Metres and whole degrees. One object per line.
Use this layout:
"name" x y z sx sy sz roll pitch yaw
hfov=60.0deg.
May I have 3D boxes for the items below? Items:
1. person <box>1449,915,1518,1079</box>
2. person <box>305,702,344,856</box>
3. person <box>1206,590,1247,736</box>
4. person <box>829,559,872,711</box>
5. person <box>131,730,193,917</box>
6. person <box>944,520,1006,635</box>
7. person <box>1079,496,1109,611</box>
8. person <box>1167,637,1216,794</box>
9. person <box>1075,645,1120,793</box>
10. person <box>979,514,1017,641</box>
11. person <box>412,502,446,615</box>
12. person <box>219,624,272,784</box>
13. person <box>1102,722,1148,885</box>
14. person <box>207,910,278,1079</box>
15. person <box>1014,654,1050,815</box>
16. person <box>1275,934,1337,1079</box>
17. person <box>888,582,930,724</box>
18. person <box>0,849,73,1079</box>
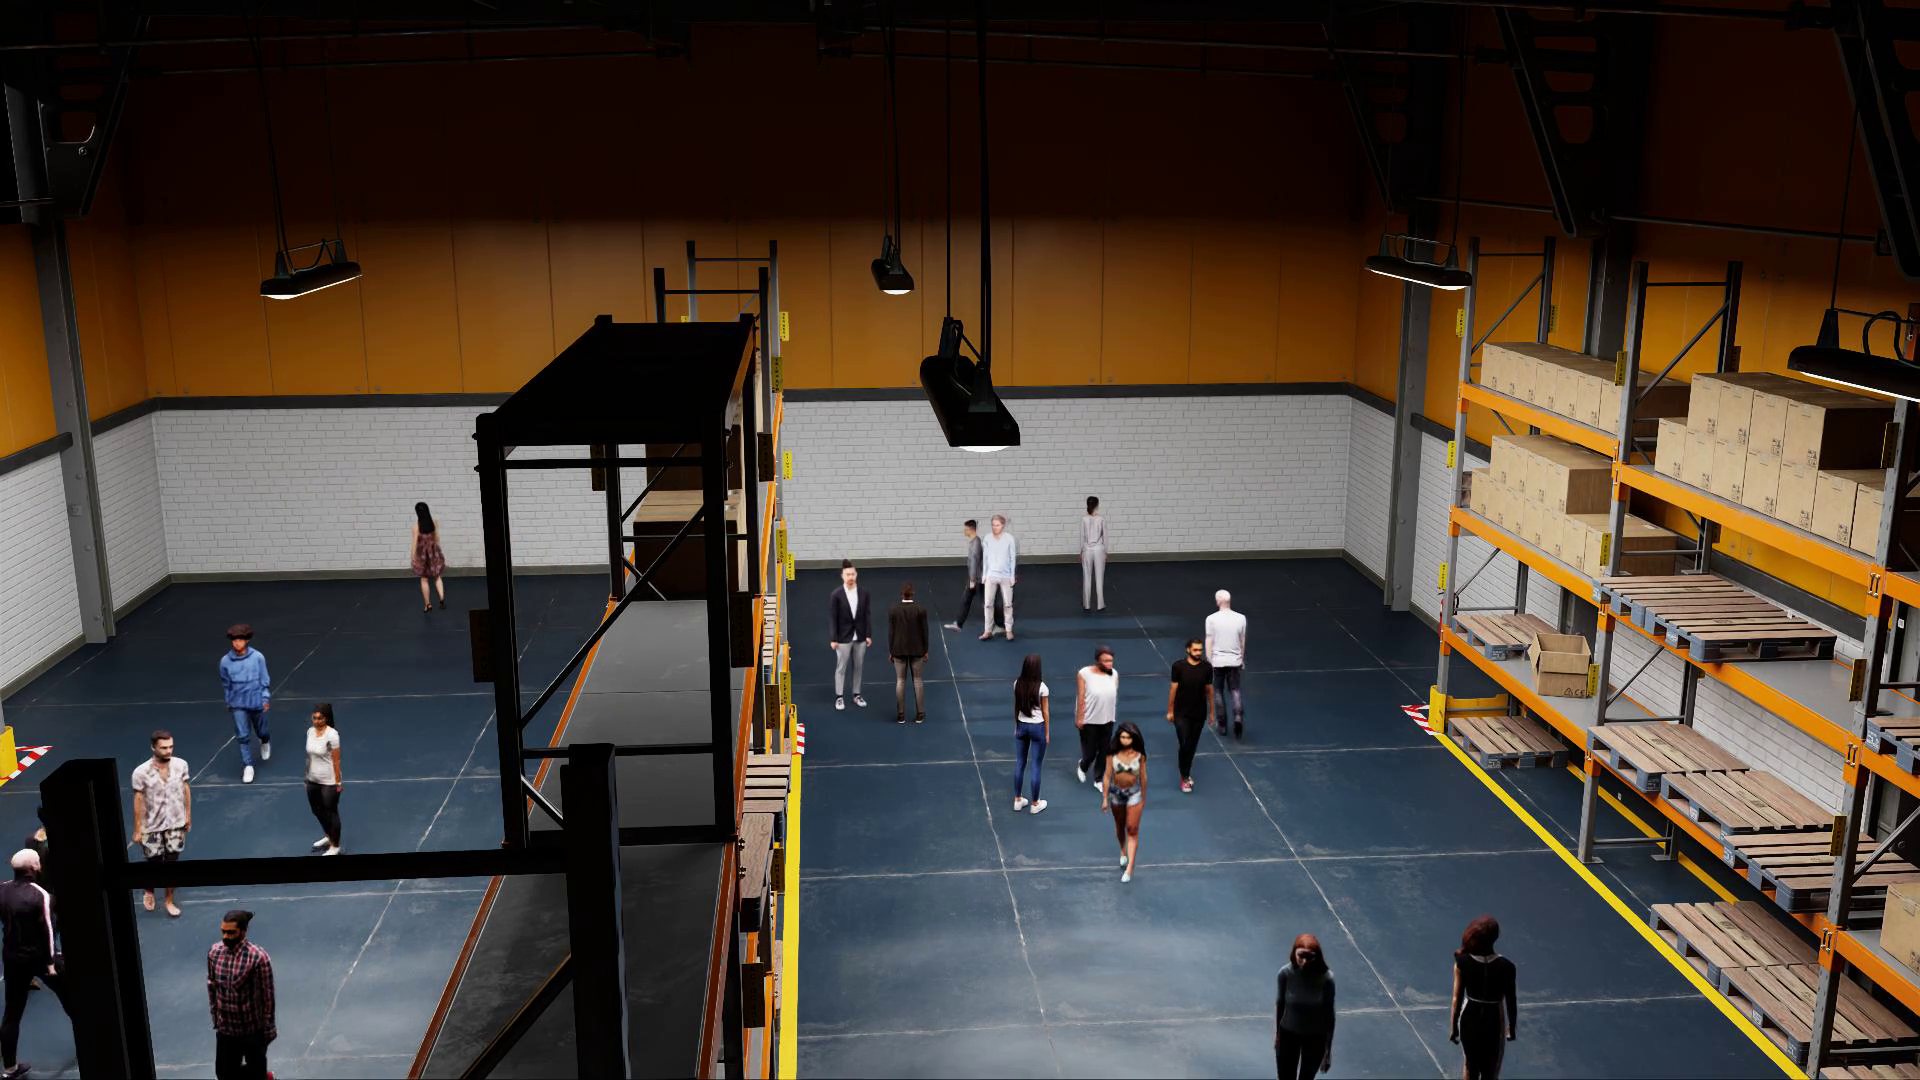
"person" 3.691 3.562 11.781 0.987 1.761 1.208 7 15 26
"person" -6.428 2.403 16.829 0.766 1.636 0.784 11 17 38
"person" 3.213 1.523 20.094 0.656 1.812 0.884 -1 14 -3
"person" -1.397 1.184 21.201 0.771 1.950 0.688 -5 14 -20
"person" -7.515 2.621 15.591 0.873 1.797 0.926 -11 18 -39
"person" 0.354 0.564 24.248 0.720 1.721 1.067 -1 14 -2
"person" 2.057 0.197 25.648 0.655 1.774 0.638 3 14 14
"person" 2.555 1.908 18.657 0.699 1.739 0.808 -2 14 -10
"person" 1.514 1.968 18.552 0.759 1.673 0.783 -5 14 -18
"person" 0.580 0.524 24.054 0.749 1.889 0.764 2 14 7
"person" -8.057 0.291 25.273 0.884 1.769 0.830 13 19 43
"person" -8.104 1.808 18.947 0.797 1.798 1.004 -4 14 -16
"person" 1.636 2.536 16.396 0.765 1.584 1.078 3 14 11
"person" -5.186 3.482 12.130 0.836 1.751 0.925 3 14 12
"person" 0.756 2.074 17.897 0.668 1.775 0.707 9 16 33
"person" 2.457 3.554 11.900 0.705 1.721 0.855 3 14 11
"person" -0.636 1.391 20.664 0.678 1.799 0.588 0 14 2
"person" -7.210 3.309 12.790 0.920 1.777 1.276 3 14 11
